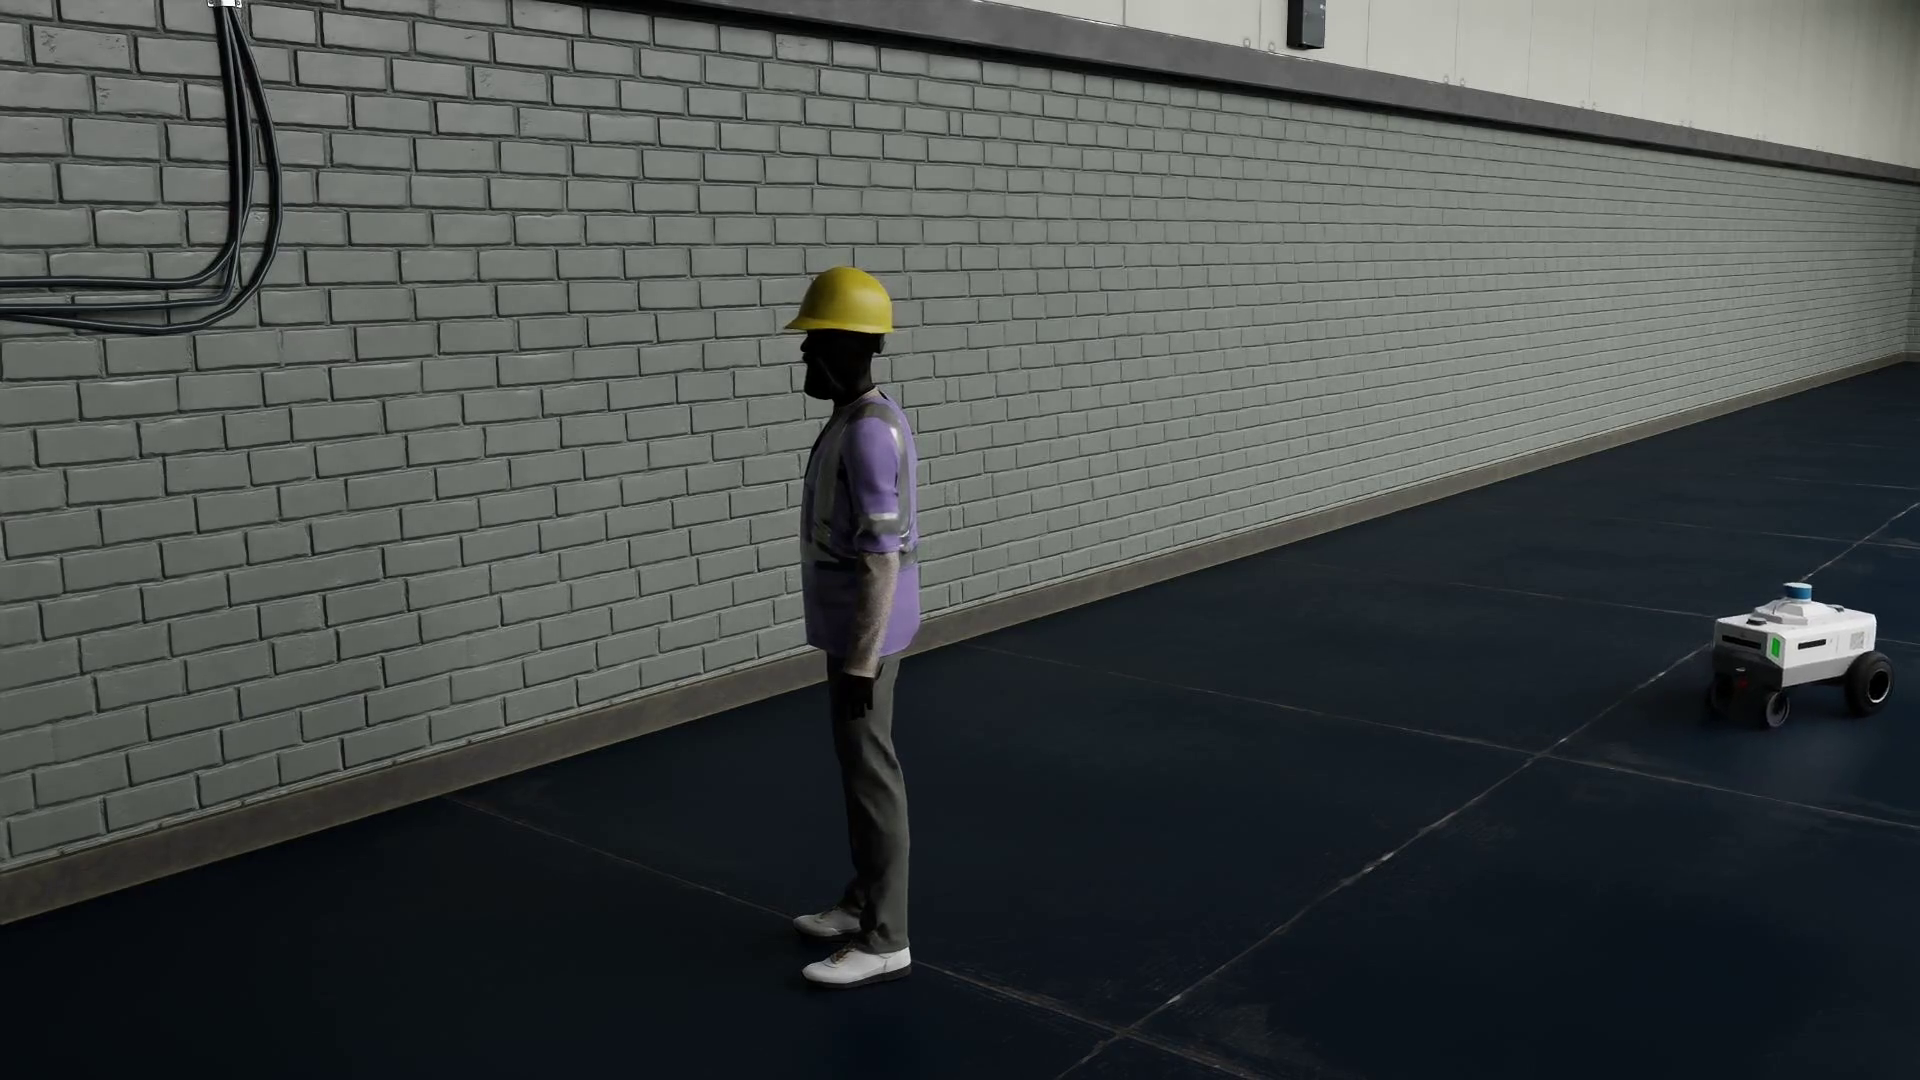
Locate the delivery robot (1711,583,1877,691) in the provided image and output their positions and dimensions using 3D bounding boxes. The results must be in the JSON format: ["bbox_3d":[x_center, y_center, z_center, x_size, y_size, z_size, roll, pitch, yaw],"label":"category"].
[{"bbox_3d":[3.573,0.427,7.125,0.707,0.478,0.477,-5,12,-28],"label":"delivery robot"}]

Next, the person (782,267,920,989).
[{"bbox_3d":[-0.292,0.235,4.518,0.359,1.929,0.593,-1,10,-8],"label":"person"}]
